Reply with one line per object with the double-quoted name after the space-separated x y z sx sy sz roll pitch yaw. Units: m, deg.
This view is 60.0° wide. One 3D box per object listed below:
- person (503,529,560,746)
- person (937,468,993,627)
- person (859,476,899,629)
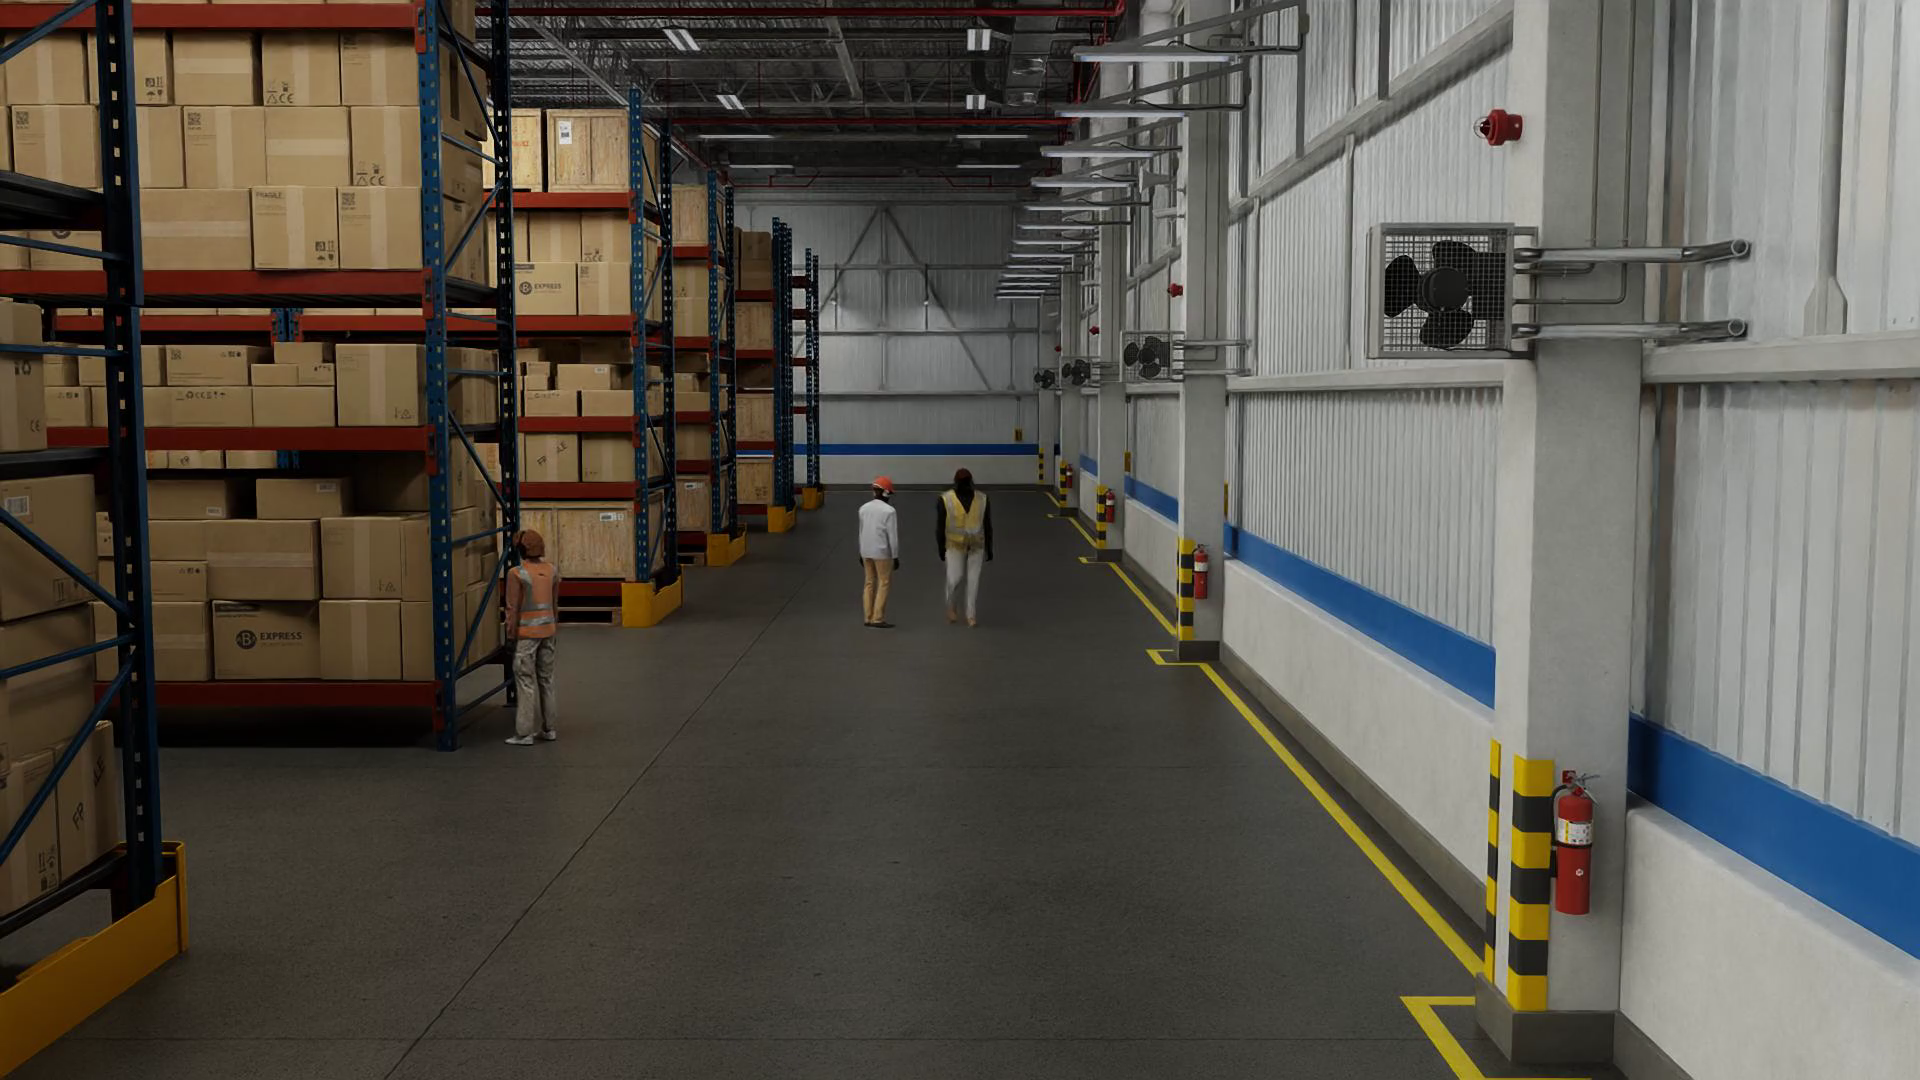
-3.221 0.733 12.564 0.314 1.630 0.528 3 6 30 "person"
0.063 0.086 18.999 0.630 1.824 0.436 -1 5 -14 "person"
-0.907 0.142 18.894 0.572 1.730 0.391 5 7 43 "person"
